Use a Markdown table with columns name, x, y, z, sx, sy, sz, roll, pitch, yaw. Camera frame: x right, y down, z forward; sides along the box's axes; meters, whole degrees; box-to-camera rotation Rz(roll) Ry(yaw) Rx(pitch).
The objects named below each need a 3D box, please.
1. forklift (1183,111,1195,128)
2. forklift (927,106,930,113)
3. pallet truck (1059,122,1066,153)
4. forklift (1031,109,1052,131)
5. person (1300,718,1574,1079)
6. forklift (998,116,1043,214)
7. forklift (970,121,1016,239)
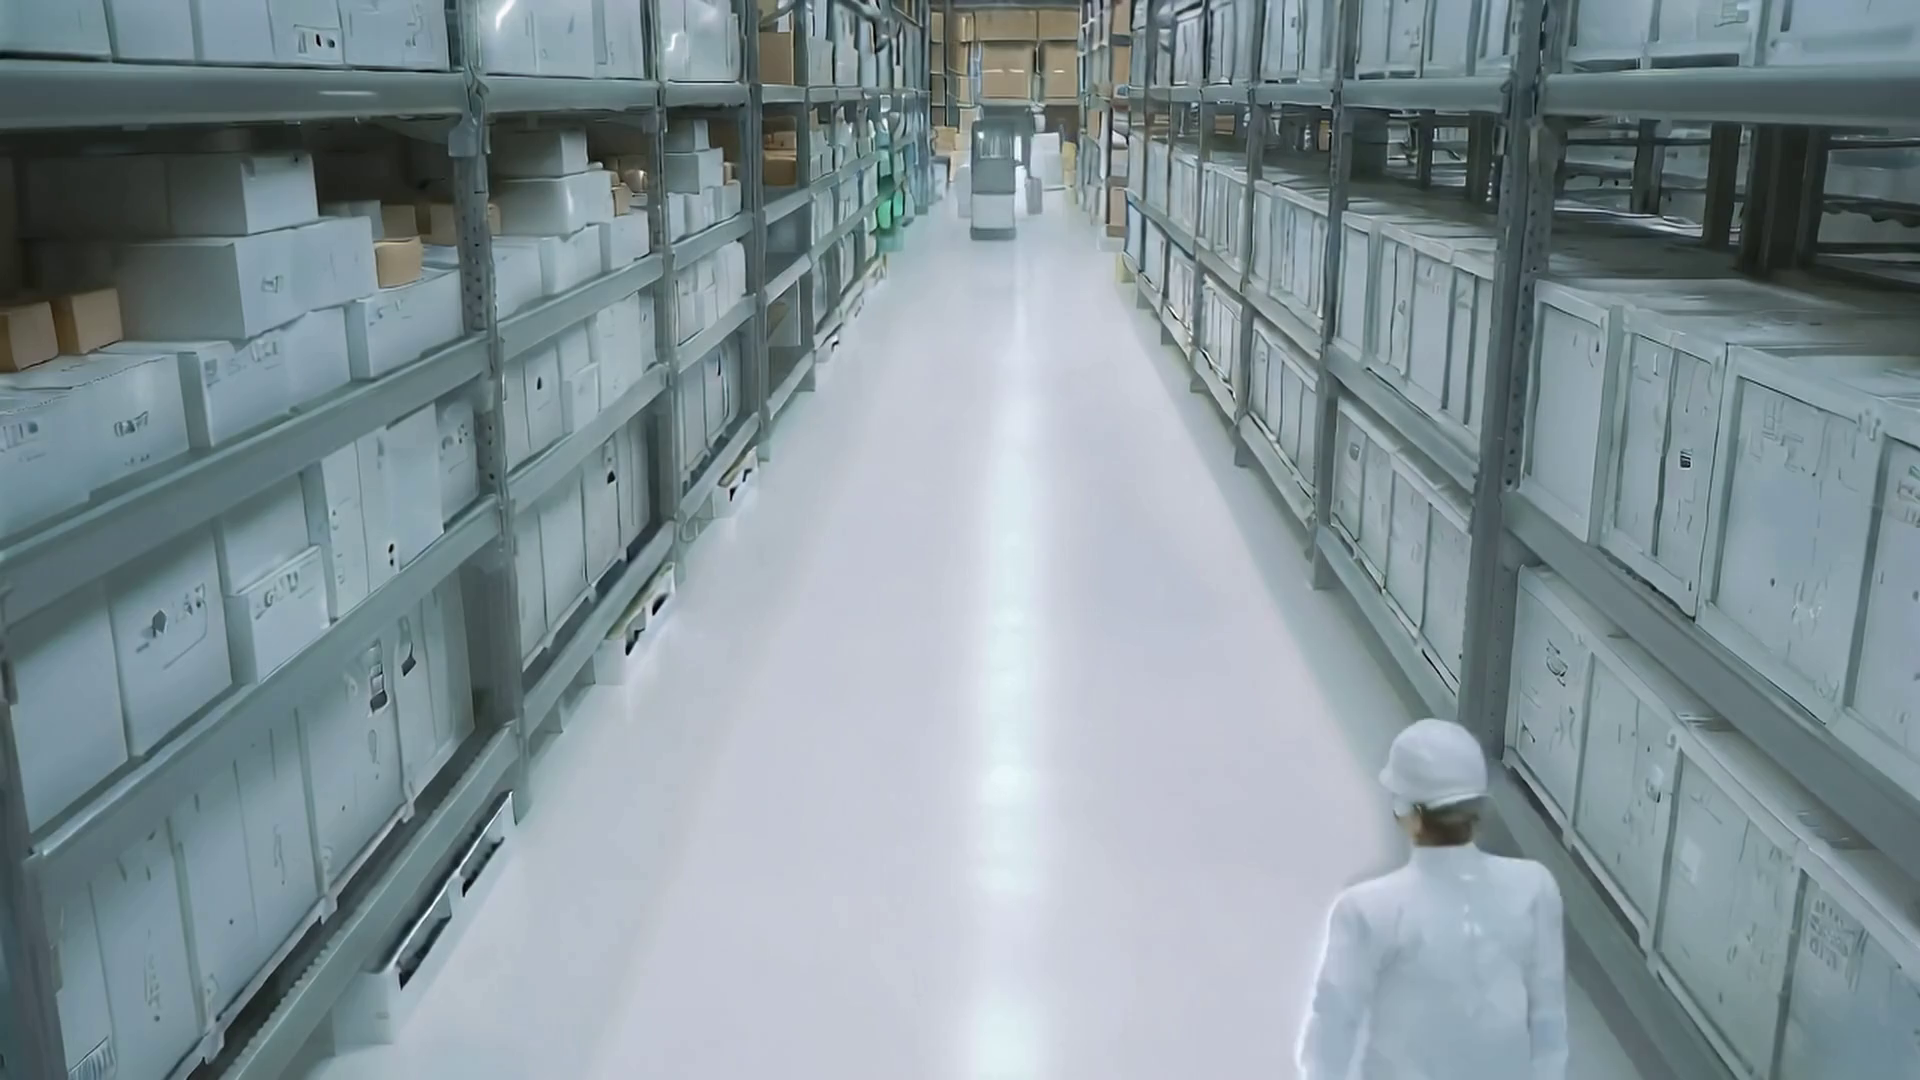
| name | x | y | z | sx | sy | sz | roll | pitch | yaw |
| --- | --- | --- | --- | --- | --- | --- | --- | --- | --- |
| forklift | 8.155 | -14.261 | 60.852 | 1.129 | 2.768 | 1.873 | 0 | 15 | 1 |
| forklift | -1.998 | -20.666 | 84.684 | 1.129 | 2.768 | 1.873 | 0 | 15 | 2 |
| pallet truck | 5.788 | -21.111 | 88.014 | 1.885 | 1.965 | 0.823 | 5 | 16 | 18 |
| forklift | 3.436 | -16.837 | 70.436 | 1.129 | 2.768 | 1.873 | 0 | 15 | 2 |
| person | 1.181 | 1.391 | 4.340 | 0.652 | 1.962 | 0.825 | -4 | 15 | -13 |
| forklift | 1.596 | -10.978 | 48.635 | 1.129 | 2.768 | 1.873 | -6 | 16 | -23 |
| forklift | 0.815 | -8.778 | 40.450 | 1.129 | 2.768 | 1.873 | 0 | 15 | 1 |
